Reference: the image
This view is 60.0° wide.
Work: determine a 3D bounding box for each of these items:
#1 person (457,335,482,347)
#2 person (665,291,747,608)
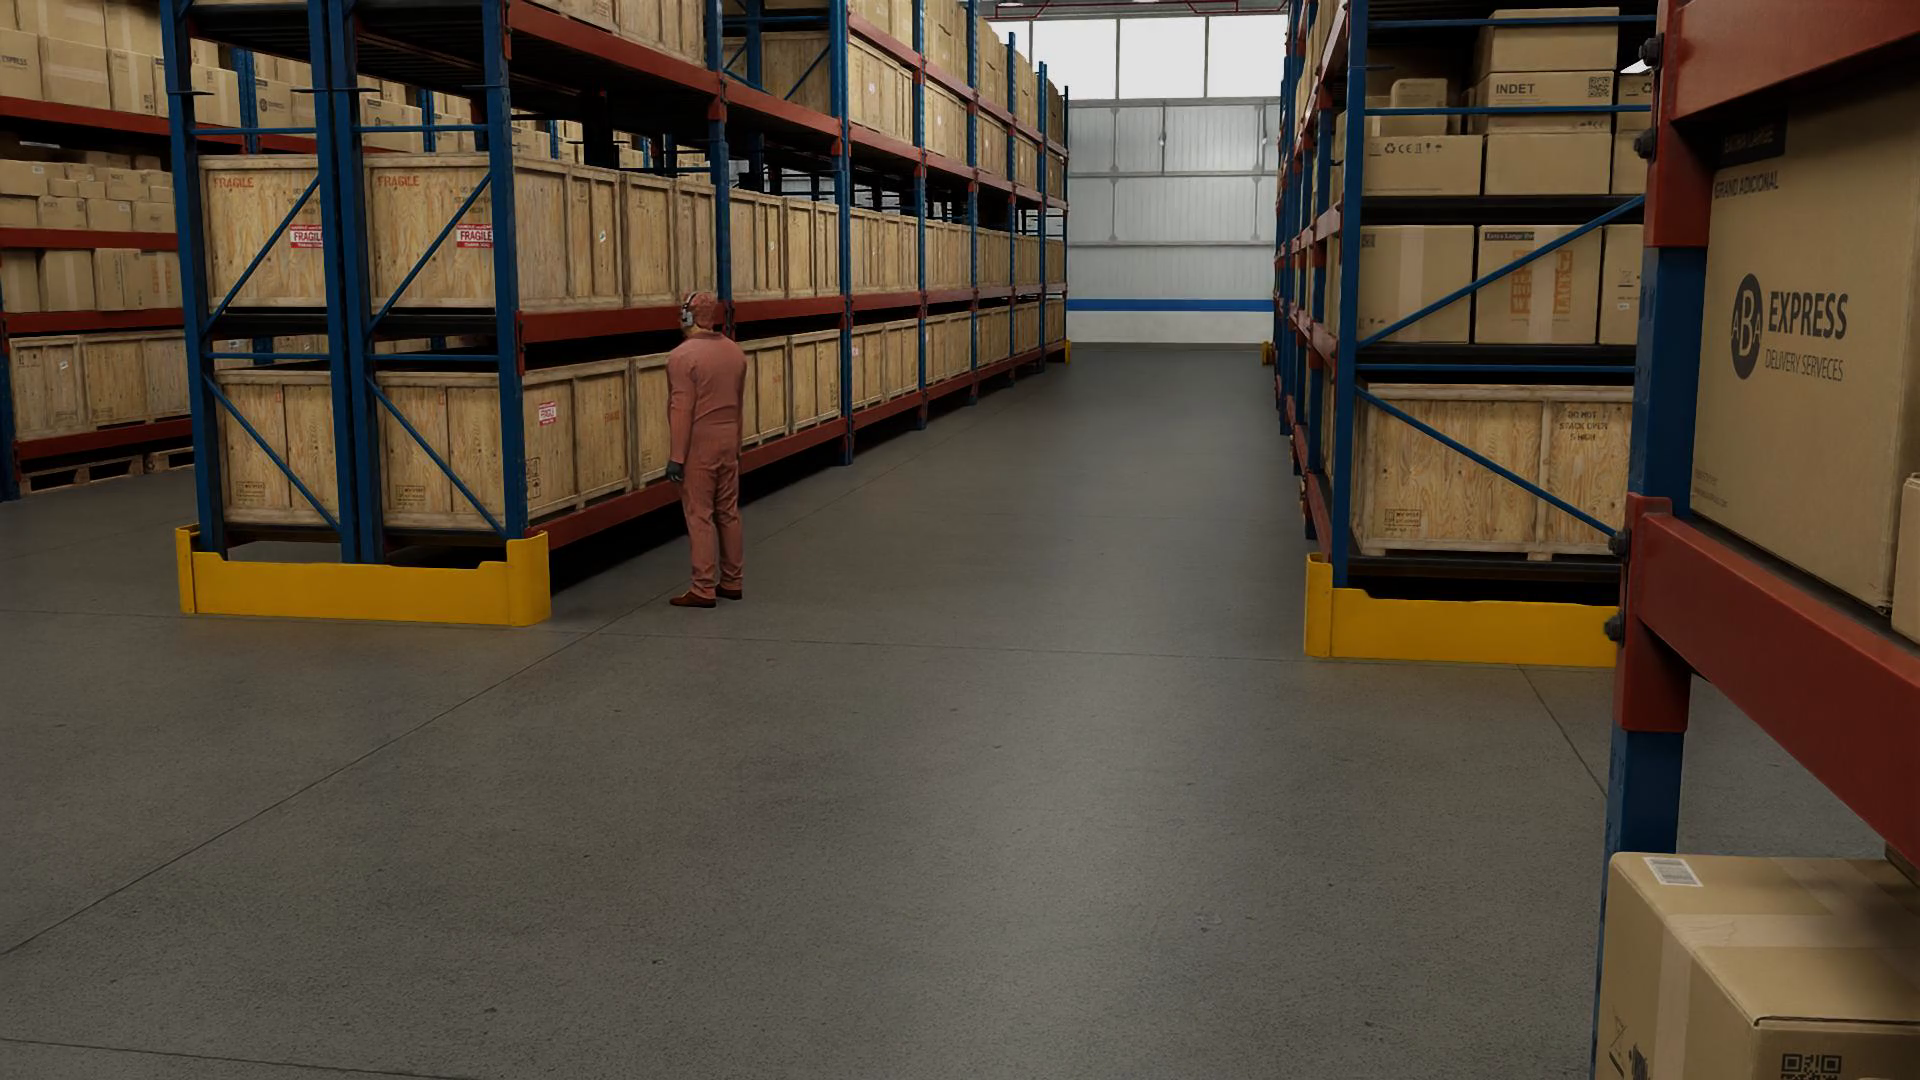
[{"bbox_3d":[-5.215,-1.803,18.017,0.397,1.872,0.771,1,9,4],"label":"person"},{"bbox_3d":[-1.568,-0.546,10.089,0.400,1.907,0.644,5,11,30],"label":"person"}]
